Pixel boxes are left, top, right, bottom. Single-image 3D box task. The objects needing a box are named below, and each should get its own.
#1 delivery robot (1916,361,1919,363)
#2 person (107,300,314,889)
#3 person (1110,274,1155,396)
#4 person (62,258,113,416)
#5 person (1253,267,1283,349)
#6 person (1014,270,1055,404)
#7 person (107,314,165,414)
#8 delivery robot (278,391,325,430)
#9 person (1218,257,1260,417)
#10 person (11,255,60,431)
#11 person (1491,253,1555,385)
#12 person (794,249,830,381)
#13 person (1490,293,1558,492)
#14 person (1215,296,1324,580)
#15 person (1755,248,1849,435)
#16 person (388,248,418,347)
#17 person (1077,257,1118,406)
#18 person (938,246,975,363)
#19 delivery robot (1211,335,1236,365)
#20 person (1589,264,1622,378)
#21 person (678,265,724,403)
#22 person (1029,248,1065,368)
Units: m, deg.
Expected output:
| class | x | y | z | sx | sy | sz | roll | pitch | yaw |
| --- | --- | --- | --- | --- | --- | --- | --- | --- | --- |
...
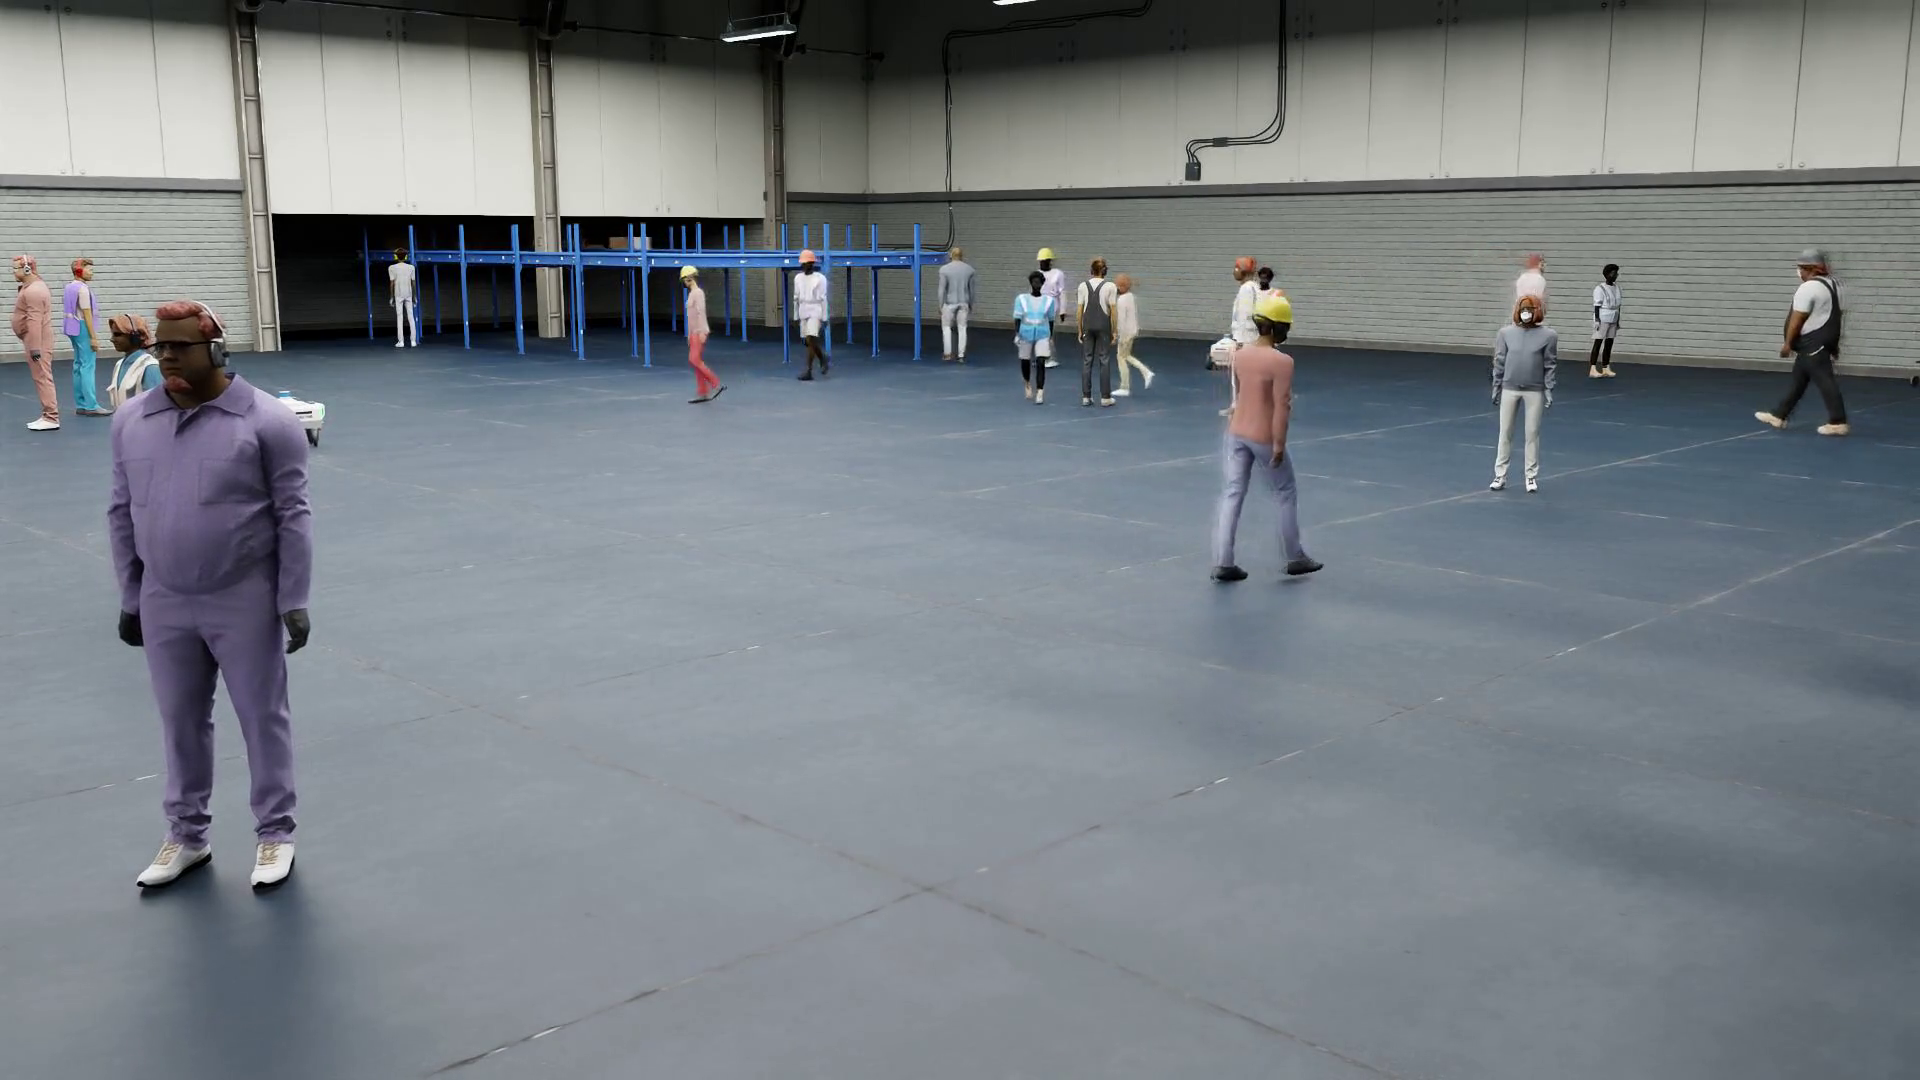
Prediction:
| class | x | y | z | sx | sy | sz | roll | pitch | yaw |
| --- | --- | --- | --- | --- | --- | --- | --- | --- | --- |
| delivery robot | 13.855 | -2.619 | 23.514 | 0.698 | 0.223 | 0.335 | -4 | 11 | -22 |
| person | -2.427 | 0.185 | 5.382 | 0.642 | 1.910 | 0.401 | 1 | 10 | 3 |
| person | 2.251 | -2.694 | 21.879 | 0.529 | 1.605 | 0.544 | 5 | 11 | 24 |
| person | -10.333 | -2.385 | 19.586 | 0.563 | 1.838 | 0.391 | 10 | 14 | 43 |
| person | 4.185 | -2.909 | 22.858 | 0.544 | 1.681 | 0.410 | 7 | 12 | 32 |
| person | 0.945 | -2.593 | 21.164 | 0.535 | 1.674 | 0.707 | 0 | 10 | 1 |
| person | -5.069 | -0.583 | 10.332 | 0.519 | 1.633 | 0.311 | 9 | 14 | 40 |
| delivery robot | -6.824 | -1.264 | 16.837 | 0.707 | 0.478 | 0.477 | -8 | 13 | -37 |
| person | 3.389 | -2.345 | 19.298 | 0.669 | 1.866 | 0.592 | 2 | 11 | 13 |
| person | -10.135 | -2.158 | 18.200 | 0.400 | 1.899 | 0.636 | -5 | 11 | -25 |
| person | 8.015 | -3.118 | 23.504 | 0.860 | 1.876 | 0.643 | -2 | 11 | -12 |
| person | -2.175 | -3.347 | 24.653 | 0.551 | 1.913 | 0.811 | 6 | 12 | 29 |
| person | 4.680 | -1.227 | 13.826 | 0.499 | 1.634 | 0.279 | 5 | 11 | 25 |
| person | 1.913 | -0.621 | 10.263 | 0.811 | 1.735 | 0.543 | -7 | 13 | -35 |
| person | 9.165 | -2.156 | 17.902 | 0.676 | 2.000 | 1.049 | -10 | 14 | -42 |
| person | -10.603 | -4.617 | 31.669 | 0.532 | 1.871 | 0.321 | -6 | 12 | -29 |
| person | 1.717 | -2.604 | 20.762 | 0.513 | 1.844 | 0.328 | 4 | 11 | 23 |
| person | -0.057 | -3.918 | 27.702 | 0.674 | 1.922 | 0.462 | -3 | 11 | -18 |
| delivery robot | 4.231 | -3.021 | 26.417 | 0.477 | 0.478 | 0.707 | 4 | 11 | 23 |
| person | 9.650 | -3.272 | 24.833 | 0.530 | 1.689 | 0.322 | -6 | 12 | -29 |
| person | -3.336 | -2.608 | 21.082 | 0.400 | 1.723 | 0.586 | -4 | 11 | -21 |
| person | 1.302 | -3.660 | 26.385 | 0.607 | 1.884 | 0.903 | 8 | 13 | 38 |
